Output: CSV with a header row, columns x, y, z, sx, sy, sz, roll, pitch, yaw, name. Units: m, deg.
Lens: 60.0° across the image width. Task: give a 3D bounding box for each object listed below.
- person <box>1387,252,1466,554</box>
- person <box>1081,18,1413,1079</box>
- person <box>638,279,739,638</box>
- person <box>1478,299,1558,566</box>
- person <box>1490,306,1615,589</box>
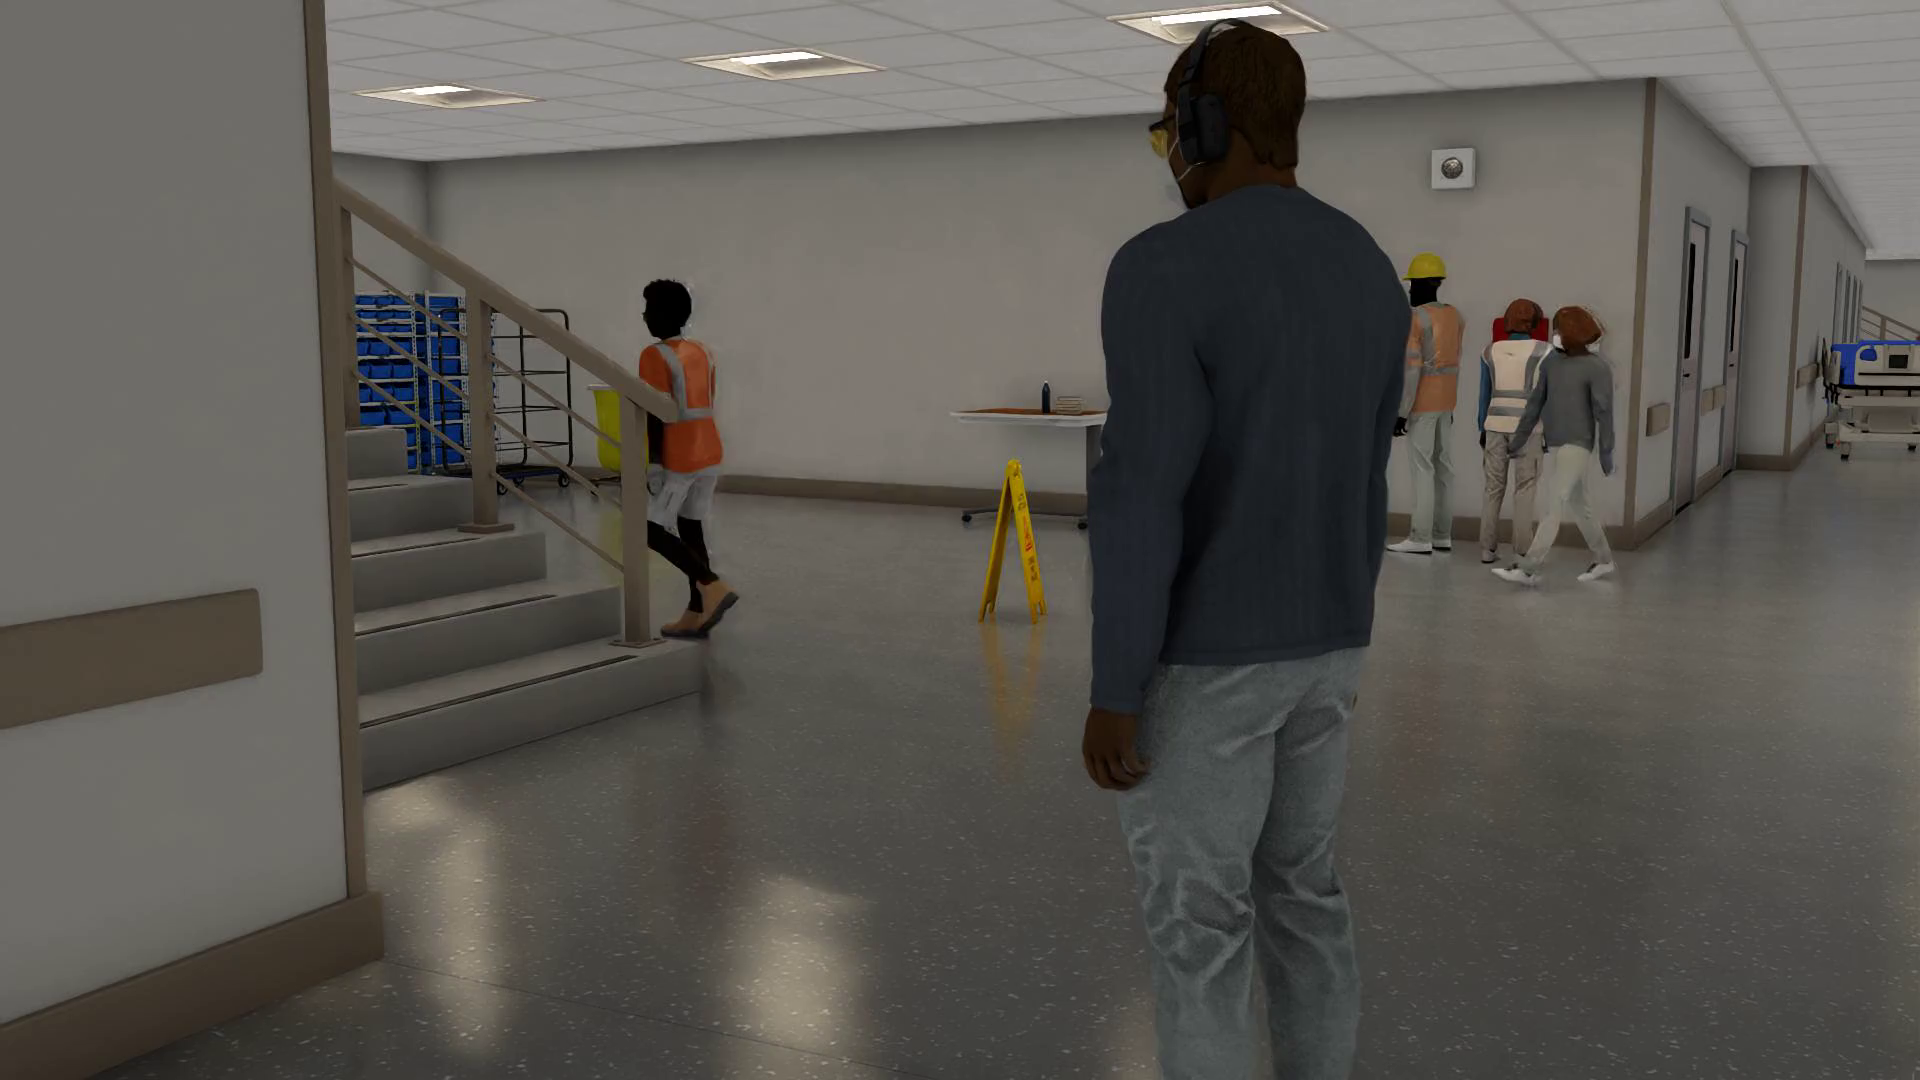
x,y,z,sx,sy,sz,roll,pitch,yaw,name
2.987,-0.871,10.688,0.585,1.929,0.375,-6,10,-40,person
0.433,0.187,2.562,0.634,1.930,0.384,-7,10,-41,person
-1.252,-0.355,7.648,0.441,1.676,0.556,3,8,21,person
3.389,-0.650,10.150,0.323,1.630,0.503,-7,10,-42,person
3.380,-0.515,9.332,0.915,1.570,0.492,-2,8,-16,person
